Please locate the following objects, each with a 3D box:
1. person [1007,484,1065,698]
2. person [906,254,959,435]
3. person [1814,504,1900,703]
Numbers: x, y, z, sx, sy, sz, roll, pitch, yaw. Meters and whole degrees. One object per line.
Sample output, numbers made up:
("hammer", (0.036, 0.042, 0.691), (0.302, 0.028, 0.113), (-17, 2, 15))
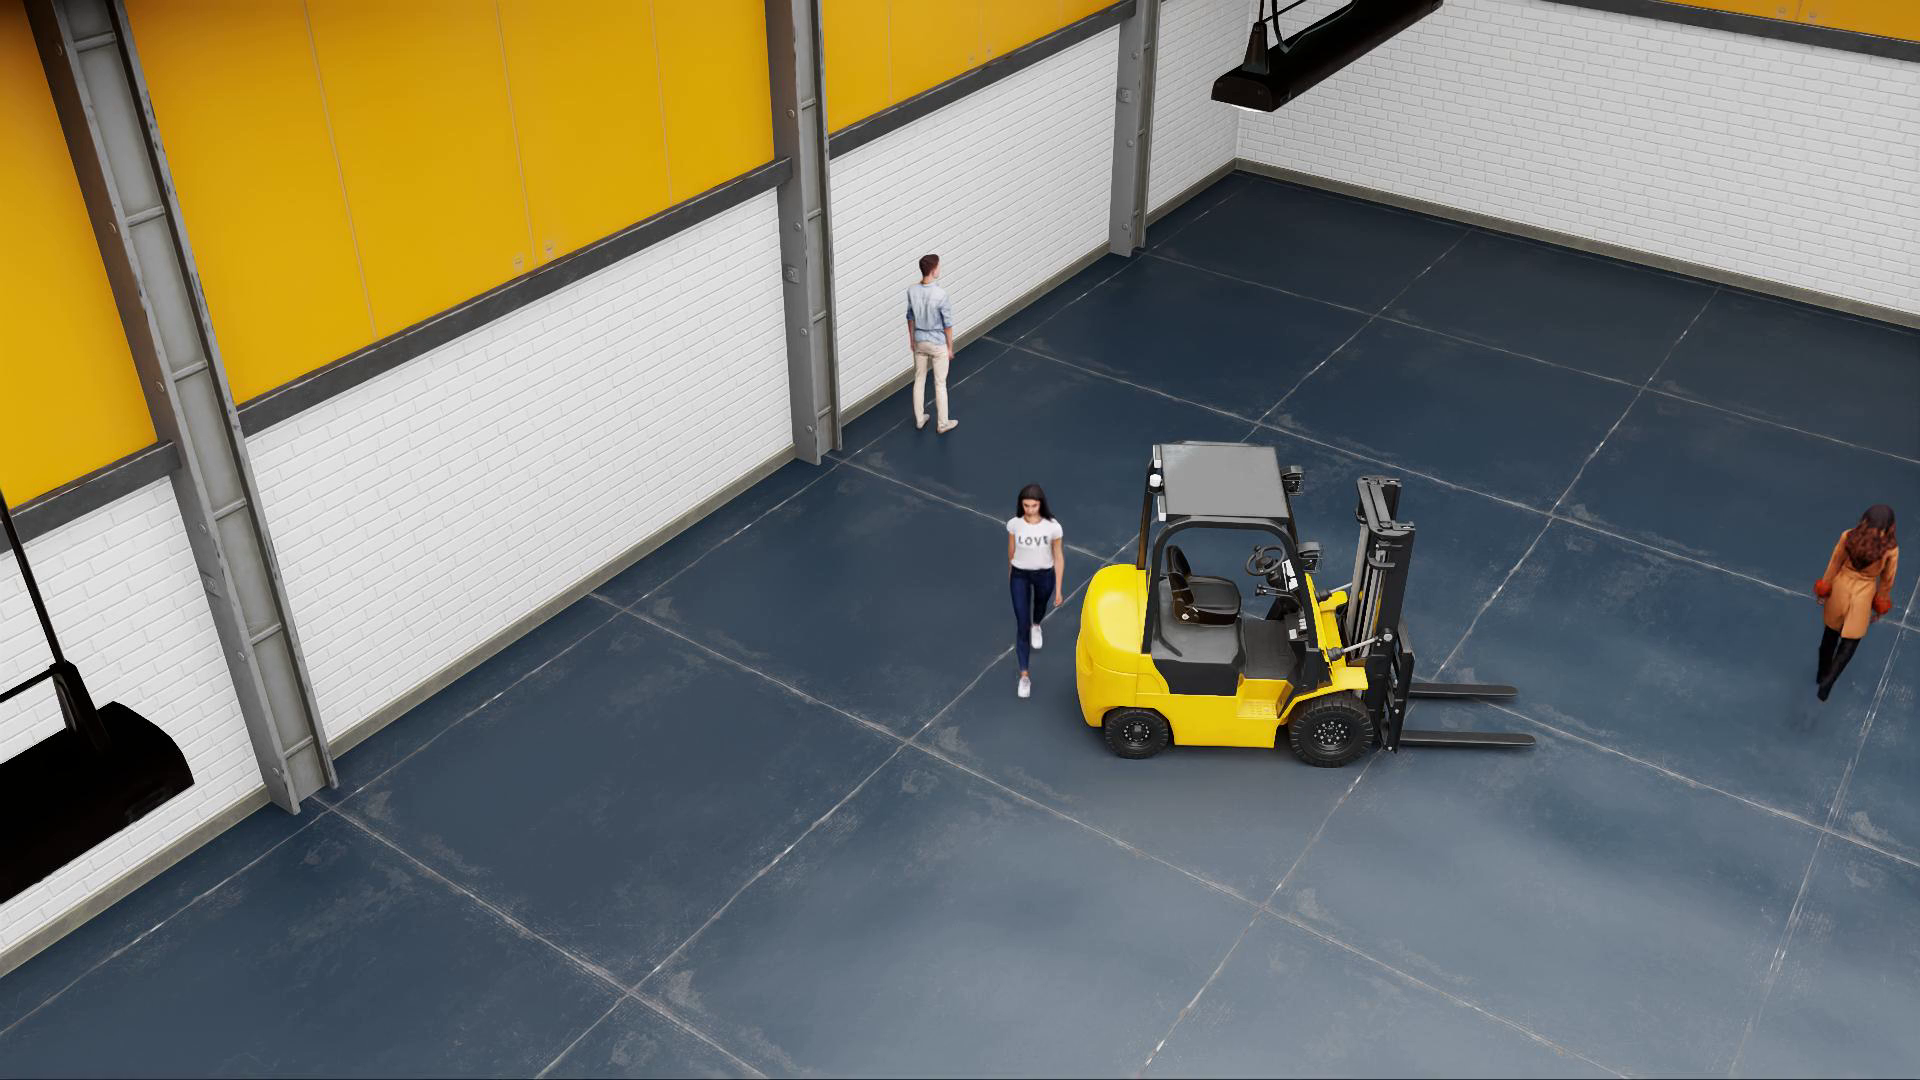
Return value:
("person", (0.585, 0.276, 13.086), (1.038, 1.721, 1.264), (0, 34, 1))
("person", (-0.293, -1.922, 16.280), (0.668, 1.847, 0.584), (17, 37, 24))
("person", (6.811, 0.507, 12.752), (0.708, 1.706, 0.937), (23, 40, 30))
